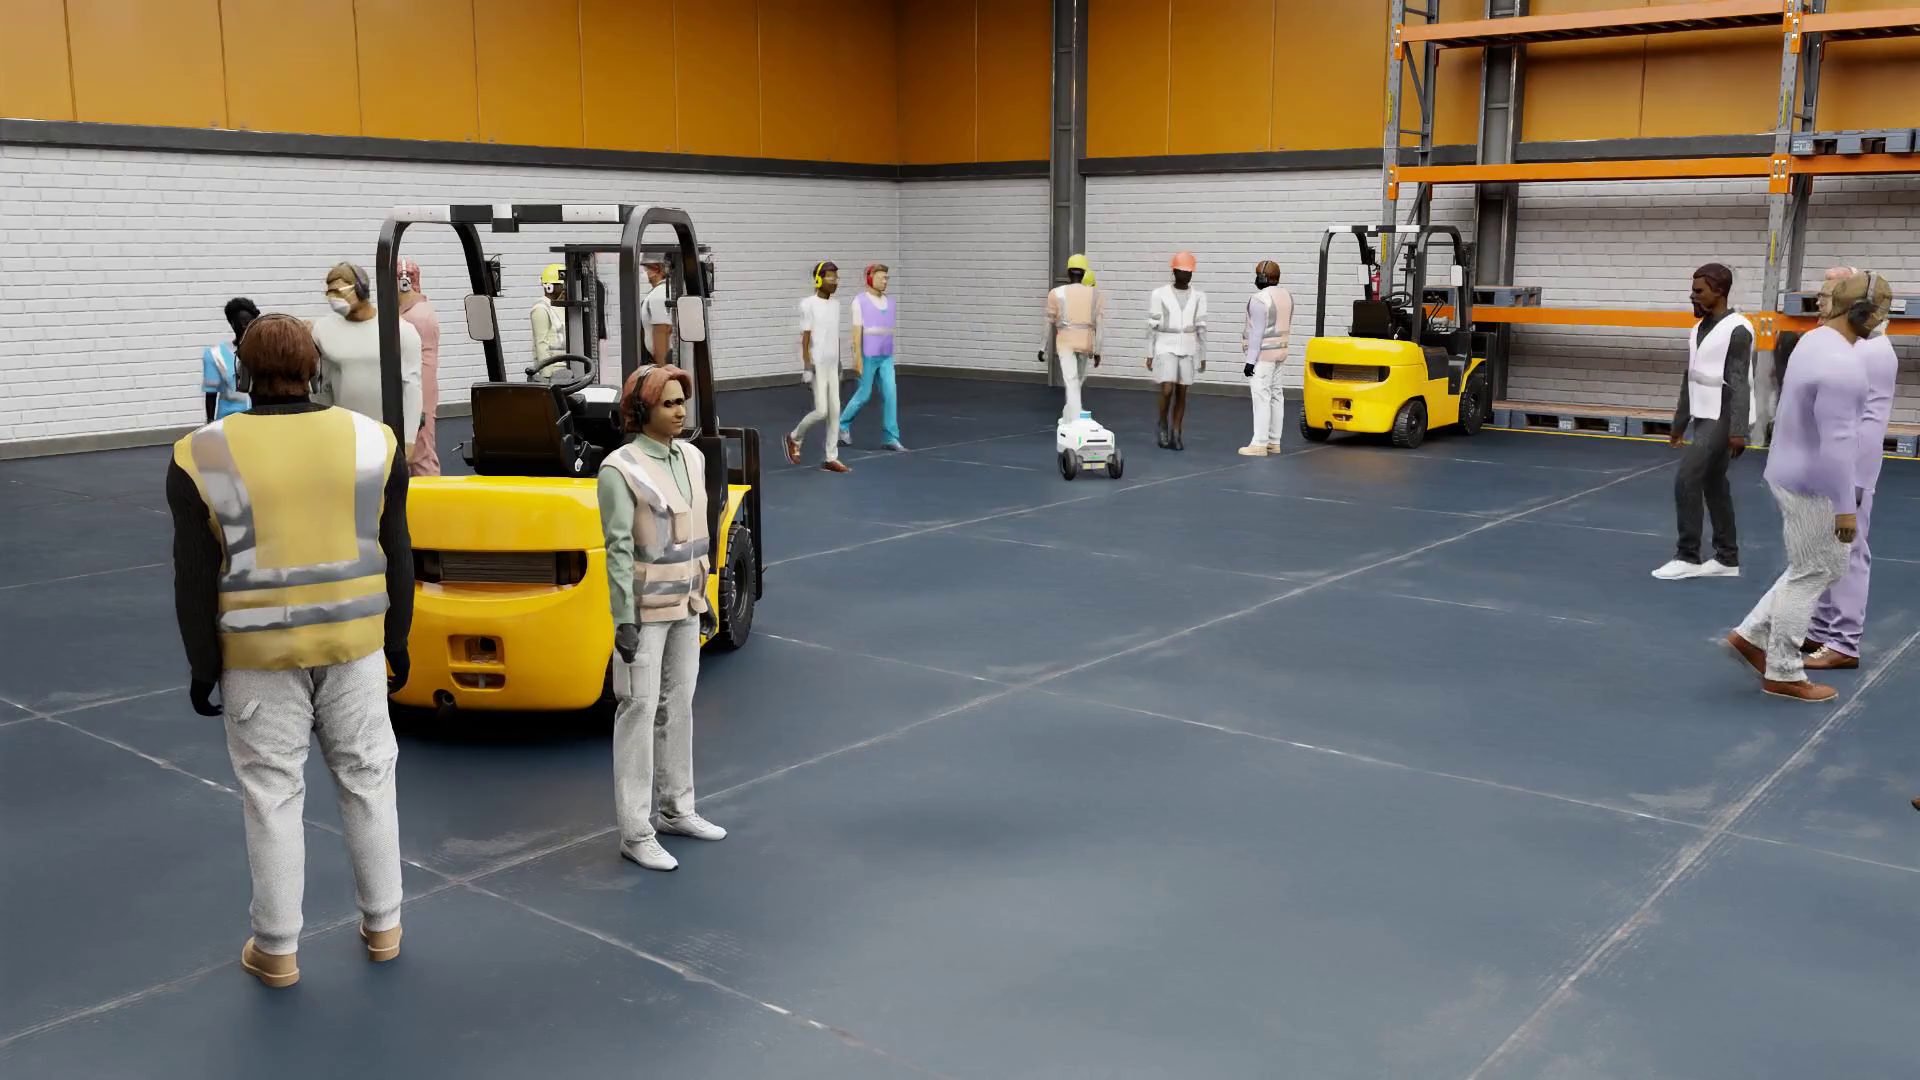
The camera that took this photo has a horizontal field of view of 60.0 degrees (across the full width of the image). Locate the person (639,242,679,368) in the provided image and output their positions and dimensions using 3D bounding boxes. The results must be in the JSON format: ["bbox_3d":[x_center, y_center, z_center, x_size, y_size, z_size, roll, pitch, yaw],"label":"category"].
[{"bbox_3d":[-2.516,-1.492,13.969,0.536,2.000,0.706,1,10,4],"label":"person"}]

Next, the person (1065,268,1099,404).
[{"bbox_3d":[1.356,-2.239,19.007,0.321,1.718,0.656,-2,11,-13],"label":"person"}]

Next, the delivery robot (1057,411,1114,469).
[{"bbox_3d":[1.082,-0.867,14.359,0.477,0.478,0.707,-2,11,-12],"label":"delivery robot"}]

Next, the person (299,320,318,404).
[{"bbox_3d":[-3.609,-0.453,9.496,0.661,1.585,0.630,-6,12,-30],"label":"person"}]

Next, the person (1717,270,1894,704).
[{"bbox_3d":[3.705,-0.205,7.208,0.465,1.907,0.661,3,11,17],"label":"person"}]

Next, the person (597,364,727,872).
[{"bbox_3d":[-0.985,0.243,5.465,0.307,1.640,0.518,4,11,23],"label":"person"}]

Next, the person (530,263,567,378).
[{"bbox_3d":[-3.626,-1.563,14.961,0.403,1.828,0.588,1,10,7],"label":"person"}]

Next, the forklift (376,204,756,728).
[{"bbox_3d":[-1.766,-0.406,7.525,1.214,2.155,2.313,1,10,7],"label":"forklift"}]

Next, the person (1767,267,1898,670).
[{"bbox_3d":[4.159,-0.336,7.933,0.399,1.909,0.642,2,10,10],"label":"person"}]

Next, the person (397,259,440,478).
[{"bbox_3d":[-3.716,-0.931,11.230,0.409,1.906,0.651,-5,11,-26],"label":"person"}]

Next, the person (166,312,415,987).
[{"bbox_3d":[-1.817,0.302,4.578,0.624,1.844,0.429,-7,12,-33],"label":"person"}]

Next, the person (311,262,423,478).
[{"bbox_3d":[-3.231,-0.549,9.109,0.598,1.910,0.640,-2,10,-12],"label":"person"}]

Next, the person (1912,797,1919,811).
[{"bbox_3d":[3.724,0.113,5.529,0.776,1.876,0.649,9,14,41],"label":"person"}]

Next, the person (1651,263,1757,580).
[{"bbox_3d":[4.422,-0.701,9.993,0.732,1.888,0.617,0,10,1],"label":"person"}]

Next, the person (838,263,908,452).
[{"bbox_3d":[-0.865,-1.775,16.166,0.576,1.823,0.846,-10,14,-43],"label":"person"}]

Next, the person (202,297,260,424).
[{"bbox_3d":[-4.718,-0.779,11.040,0.537,1.674,0.757,-4,11,-20],"label":"person"}]

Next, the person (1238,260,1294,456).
[{"bbox_3d":[2.893,-1.722,15.792,0.429,1.844,0.626,9,13,40],"label":"person"}]

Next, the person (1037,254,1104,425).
[{"bbox_3d":[1.137,-2.003,17.240,0.602,1.876,0.969,-4,11,-19],"label":"person"}]

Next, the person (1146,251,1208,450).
[{"bbox_3d":[2.097,-1.816,16.060,0.594,1.927,0.455,-2,10,-10],"label":"person"}]

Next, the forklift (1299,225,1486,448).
[{"bbox_3d":[4.449,-2.115,16.993,1.214,2.155,2.313,8,13,38],"label":"forklift"}]

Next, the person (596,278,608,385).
[{"bbox_3d":[-4.057,-2.180,17.964,0.601,1.968,0.645,-10,14,-44],"label":"person"}]

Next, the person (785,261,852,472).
[{"bbox_3d":[-1.246,-1.514,14.613,0.579,1.856,0.539,7,12,35],"label":"person"}]
